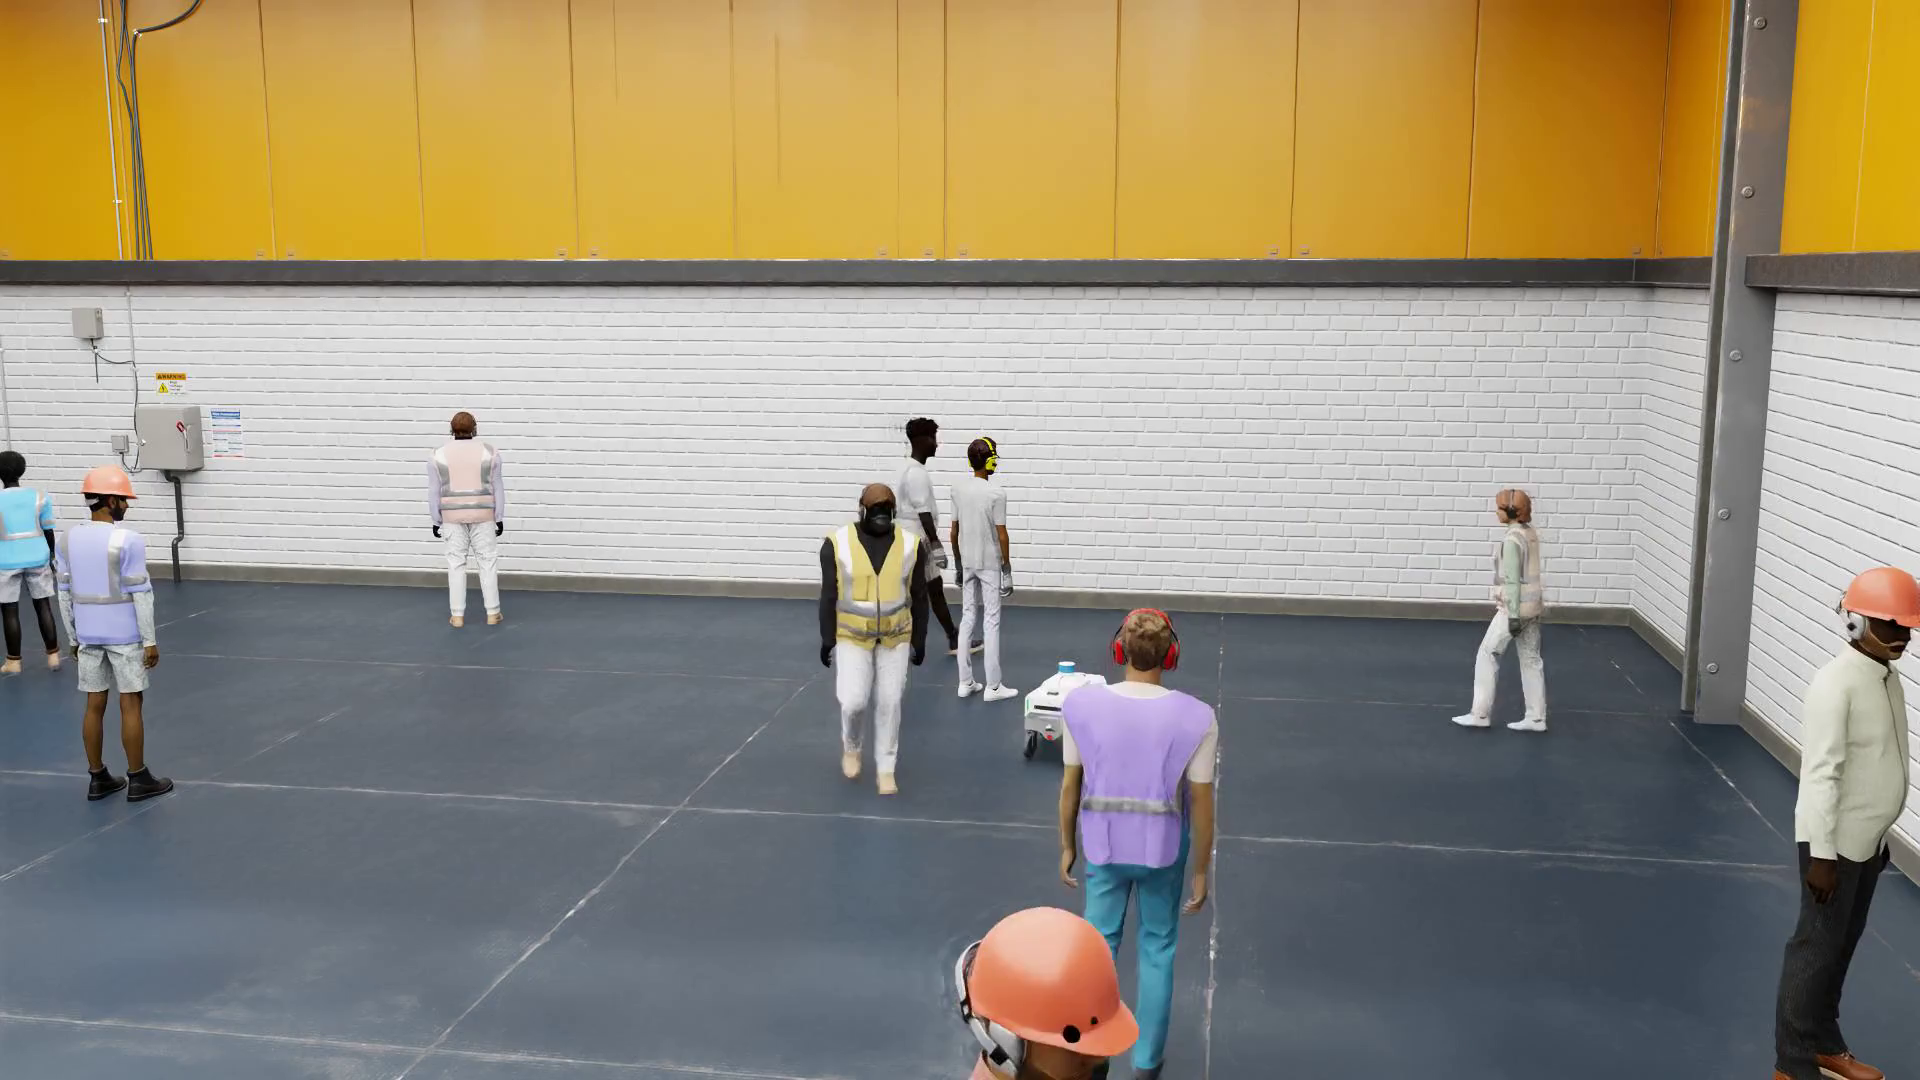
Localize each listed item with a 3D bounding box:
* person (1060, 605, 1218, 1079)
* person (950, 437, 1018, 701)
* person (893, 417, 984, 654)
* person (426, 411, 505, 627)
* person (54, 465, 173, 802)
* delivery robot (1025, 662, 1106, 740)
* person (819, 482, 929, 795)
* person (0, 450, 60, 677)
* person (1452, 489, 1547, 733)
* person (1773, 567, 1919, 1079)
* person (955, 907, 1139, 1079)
[{"bbox_3d":[0.634,1.150,6.039,0.579,1.833,0.607,2,9,13],"label":"person"},{"bbox_3d":[0.167,0.203,11.768,0.510,1.872,0.328,7,11,36],"label":"person"},{"bbox_3d":[-0.323,-0.004,12.952,1.016,1.915,0.613,-1,9,-5],"label":"person"},{"bbox_3d":[-4.206,-0.178,14.209,0.624,1.844,0.430,-3,10,-15],"label":"person"},{"bbox_3d":[-4.847,0.536,9.534,0.550,1.927,0.379,2,9,10],"label":"person"},{"bbox_3d":[0.672,1.014,10.503,0.477,0.478,0.707,4,11,22],"label":"delivery robot"},{"bbox_3d":[-0.492,0.568,9.642,0.648,1.826,0.434,-2,9,-12],"label":"person"},{"bbox_3d":[-7.052,0.175,12.476,0.316,1.695,0.541,8,12,42],"label":"person"},{"bbox_3d":[3.571,0.467,10.943,0.697,1.613,0.532,7,11,36],"label":"person"},{"bbox_3d":[3.235,1.073,6.024,0.617,1.990,0.393,-9,13,-43],"label":"person"},{"bbox_3d":[0.017,1.579,3.046,0.784,1.958,0.627,4,10,23],"label":"person"}]
